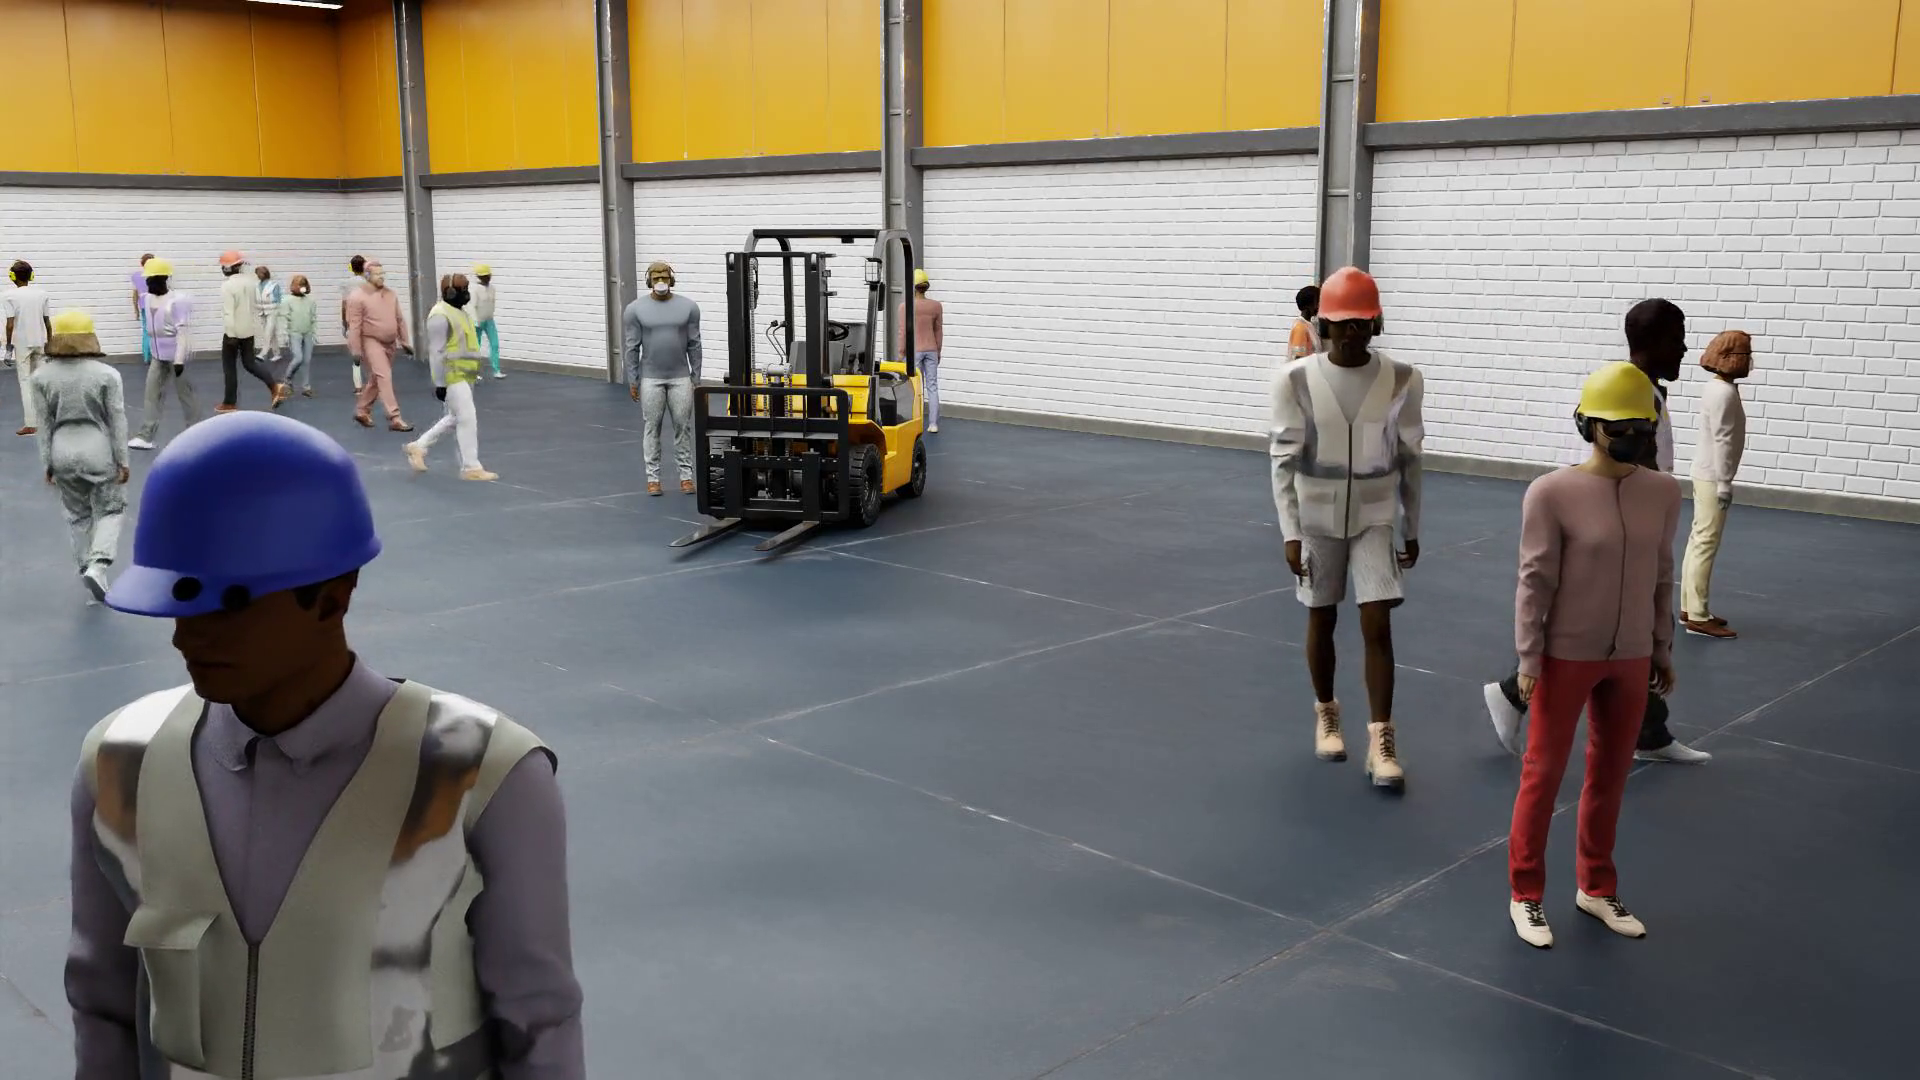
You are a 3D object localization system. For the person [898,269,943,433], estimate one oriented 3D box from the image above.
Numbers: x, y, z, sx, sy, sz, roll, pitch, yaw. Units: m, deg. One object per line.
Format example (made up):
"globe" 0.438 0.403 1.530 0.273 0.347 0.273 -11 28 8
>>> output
"person" -0.428 -2.012 17.857 0.525 1.772 0.309 -6 12 -28

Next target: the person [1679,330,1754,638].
"person" 4.065 -0.306 8.922 0.280 1.634 0.498 3 11 18

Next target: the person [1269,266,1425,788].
"person" 1.511 -0.048 6.500 0.621 2.002 0.880 1 10 7

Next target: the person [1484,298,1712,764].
"person" 2.607 -0.019 6.664 0.817 1.893 0.598 4 11 20

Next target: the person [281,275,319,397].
"person" -8.703 -2.686 21.942 0.376 1.617 0.493 7 13 34

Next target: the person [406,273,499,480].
"person" -4.468 -1.411 14.481 0.764 1.821 0.621 0 10 1

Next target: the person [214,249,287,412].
"person" -8.642 -2.518 20.068 0.829 1.973 0.625 2 11 12

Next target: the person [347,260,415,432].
"person" -6.404 -2.135 18.284 0.970 1.867 0.649 5 11 24

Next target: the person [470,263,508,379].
"person" -7.011 -3.211 24.521 0.811 1.721 0.543 7 12 32

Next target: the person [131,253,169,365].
"person" -13.287 -3.793 27.375 0.571 1.843 0.442 -1 10 -6

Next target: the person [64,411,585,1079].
"person" -0.754 0.810 1.989 0.614 1.942 0.406 1 10 5

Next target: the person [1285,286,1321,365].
"person" 3.059 -1.425 14.882 0.321 1.691 0.532 4 11 20

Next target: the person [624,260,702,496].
"person" -2.428 -1.322 13.671 0.629 1.934 0.362 -3 11 -16

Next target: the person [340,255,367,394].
"person" -8.048 -2.891 22.382 0.535 1.868 0.309 -4 11 -18

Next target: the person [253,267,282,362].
"person" -11.714 -3.782 27.969 0.552 1.595 0.848 3 11 18

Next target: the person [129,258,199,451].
"person" -7.909 -1.807 16.378 0.612 1.893 0.871 5 11 25

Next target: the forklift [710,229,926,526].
"forklift" -1.050 -1.319 12.920 1.214 2.155 2.313 2 11 13

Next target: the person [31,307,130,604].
"person" -5.010 -0.456 9.495 0.486 1.728 0.516 -2 11 -10

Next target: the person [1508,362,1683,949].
"person" 1.914 0.350 4.987 0.533 1.767 0.324 -2 11 -13

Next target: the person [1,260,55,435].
"person" -9.972 -2.051 17.797 0.313 1.869 0.539 6 12 31
